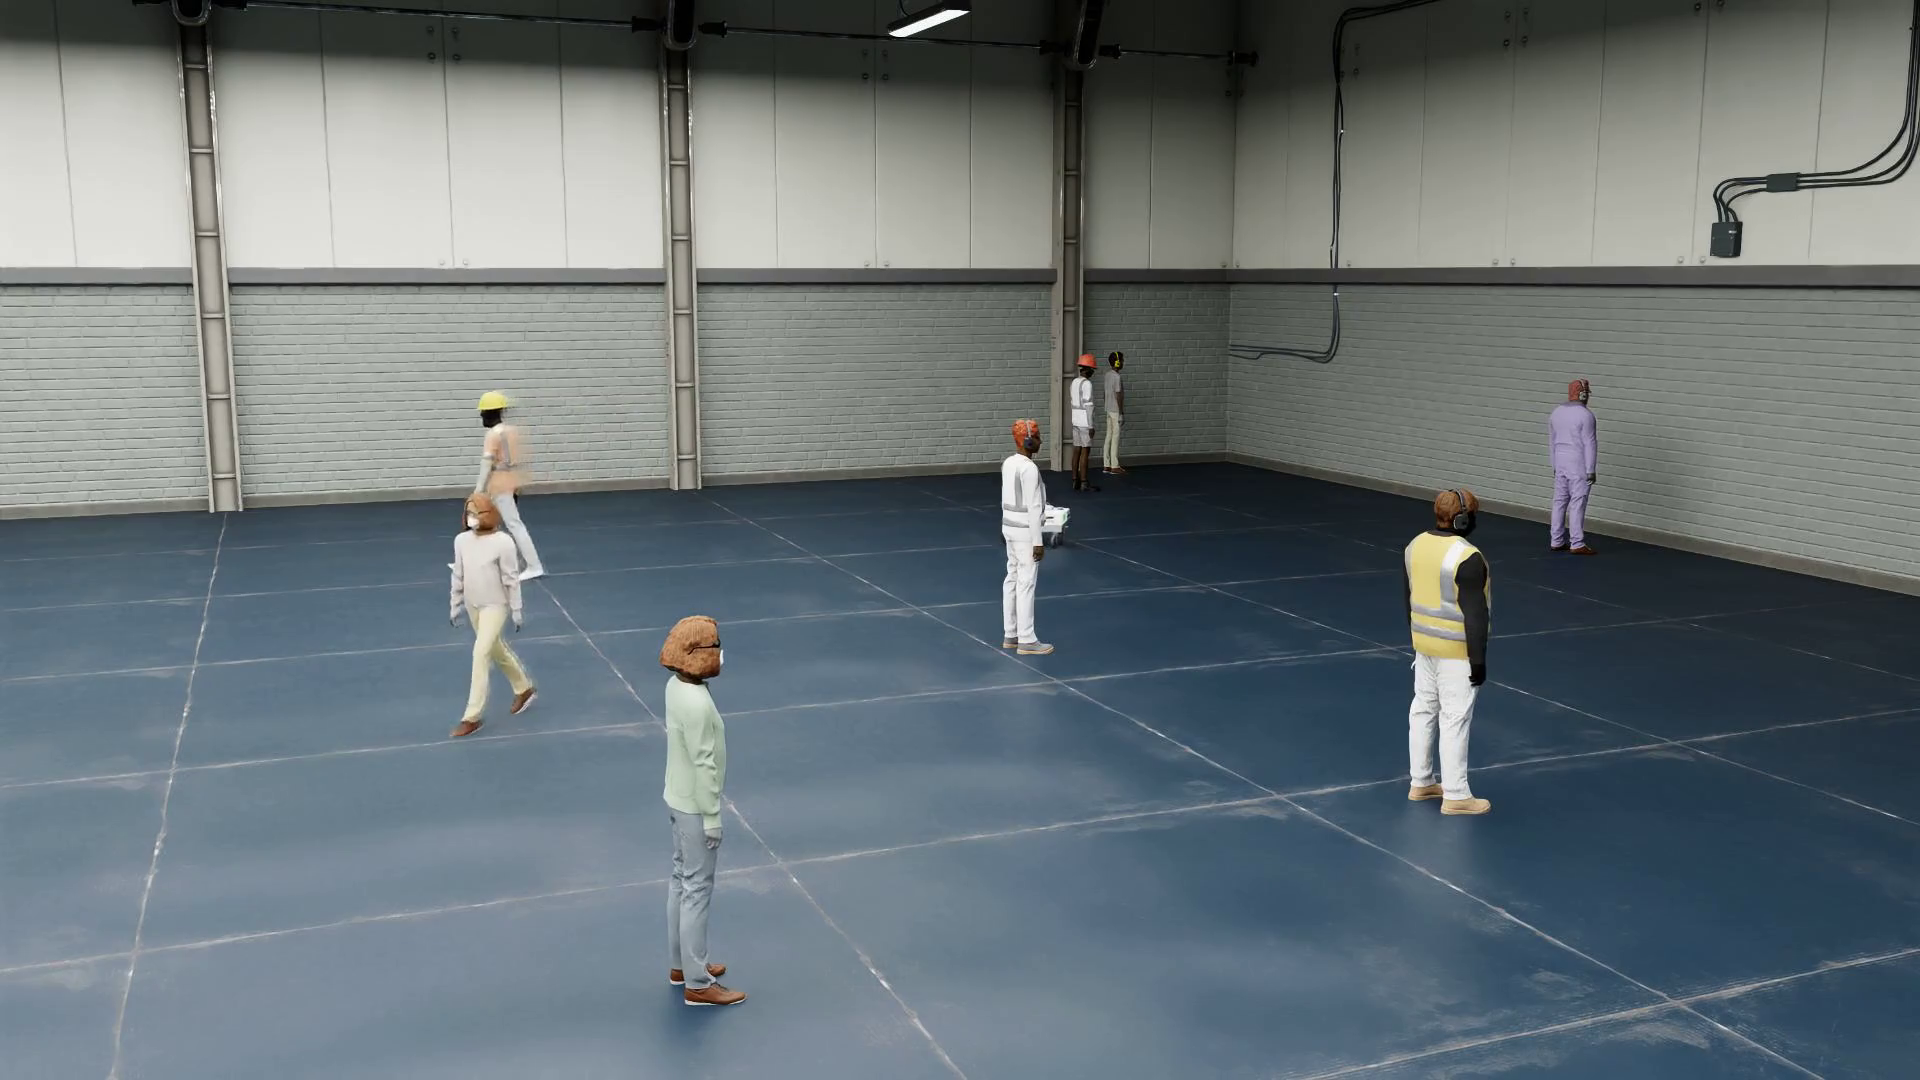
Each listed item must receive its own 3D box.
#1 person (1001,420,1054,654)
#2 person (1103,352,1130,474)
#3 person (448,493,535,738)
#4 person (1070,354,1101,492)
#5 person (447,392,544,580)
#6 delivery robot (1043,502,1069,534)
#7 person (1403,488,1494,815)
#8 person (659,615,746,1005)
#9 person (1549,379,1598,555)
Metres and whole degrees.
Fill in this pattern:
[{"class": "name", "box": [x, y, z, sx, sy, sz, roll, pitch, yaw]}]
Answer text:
[{"class": "person", "box": [0.523, -0.025, 13.372, 0.356, 1.882, 0.574, -4, 10, -22]}, {"class": "person", "box": [2.382, -1.946, 25.470, 0.329, 1.872, 0.508, -4, 10, -22]}, {"class": "person", "box": [-3.174, 0.465, 11.227, 0.508, 1.601, 0.866, 5, 10, 30]}, {"class": "person", "box": [1.756, -1.640, 23.353, 0.363, 1.933, 0.543, -4, 10, -22]}, {"class": "person", "box": [-4.620, -0.522, 16.507, 0.985, 1.873, 0.611, -1, 9, -4]}, {"class": "delivery robot", "box": [0.867, -0.251, 18.647, 0.707, 0.478, 0.477, 1, 9, 10]}, {"class": "person", "box": [2.779, 0.623, 9.430, 0.429, 1.844, 0.625, -4, 10, -22]}, {"class": "person", "box": [-1.094, 1.119, 6.963, 0.285, 1.633, 0.497, -4, 10, -22]}, {"class": "person", "box": [6.712, -0.796, 18.138, 0.409, 1.909, 0.641, -4, 10, -22]}]
